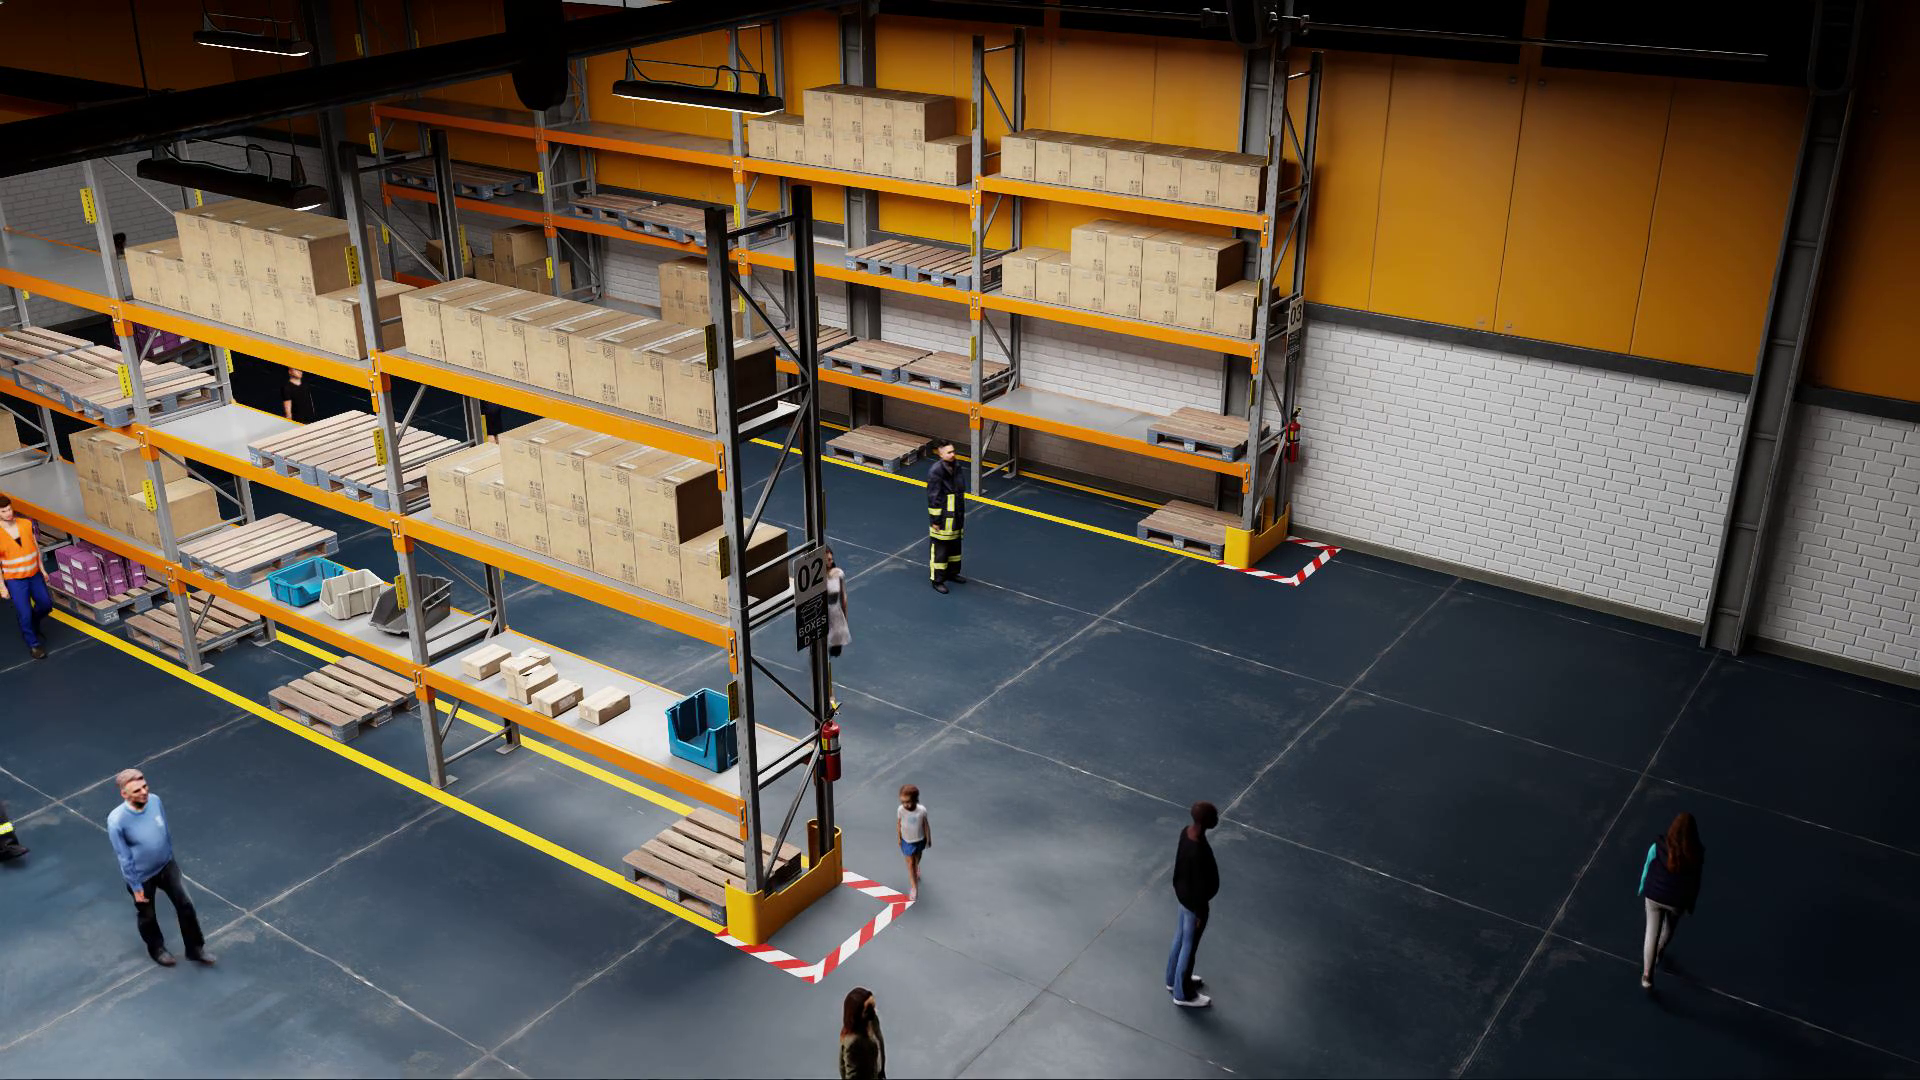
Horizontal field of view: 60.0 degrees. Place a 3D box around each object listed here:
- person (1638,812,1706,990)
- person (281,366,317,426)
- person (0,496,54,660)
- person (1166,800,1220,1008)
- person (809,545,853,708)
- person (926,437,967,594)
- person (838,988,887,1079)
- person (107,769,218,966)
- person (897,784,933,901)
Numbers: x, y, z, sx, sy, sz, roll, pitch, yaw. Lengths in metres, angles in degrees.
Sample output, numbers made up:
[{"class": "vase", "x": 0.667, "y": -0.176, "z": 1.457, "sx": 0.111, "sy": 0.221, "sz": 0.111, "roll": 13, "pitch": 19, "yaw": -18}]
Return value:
[{"class": "person", "x": 5.459, "y": 2.798, "z": 12.866, "sx": 0.935, "sy": 1.470, "sz": 0.736, "roll": 10, "pitch": 26, "yaw": 23}, {"class": "person", "x": -8.900, "y": -1.552, "z": 22.339, "sx": 1.021, "sy": 1.853, "sz": 0.802, "roll": 10, "pitch": 25, "yaw": 21}, {"class": "person", "x": -10.155, "y": 0.370, "z": 17.920, "sx": 0.711, "sy": 1.871, "sz": 0.686, "roll": 16, "pitch": 28, "yaw": 32}, {"class": "person", "x": 1.764, "y": 2.738, "z": 12.657, "sx": 0.738, "sy": 1.747, "sz": 0.686, "roll": -3, "pitch": 24, "yaw": -7}, {"class": "person", "x": -1.389, "y": 0.838, "z": 16.996, "sx": 0.898, "sy": 1.754, "sz": 1.008, "roll": -8, "pitch": 25, "yaw": -18}, {"class": "person", "x": -0.159, "y": -0.329, "z": 19.533, "sx": 0.680, "sy": 1.860, "sz": 0.747, "roll": 17, "pitch": 29, "yaw": 34}, {"class": "person", "x": -0.639, "y": 3.592, "z": 11.043, "sx": 0.591, "sy": 1.475, "sz": 0.630, "roll": 8, "pitch": 25, "yaw": 18}, {"class": "person", "x": -6.416, "y": 2.555, "z": 13.022, "sx": 0.877, "sy": 1.790, "sz": 0.697, "roll": 13, "pitch": 27, "yaw": 27}, {"class": "person", "x": -0.389, "y": 2.501, "z": 14.139, "sx": 0.744, "sy": 0.995, "sz": 0.756, "roll": -1, "pitch": 24, "yaw": -2}]
